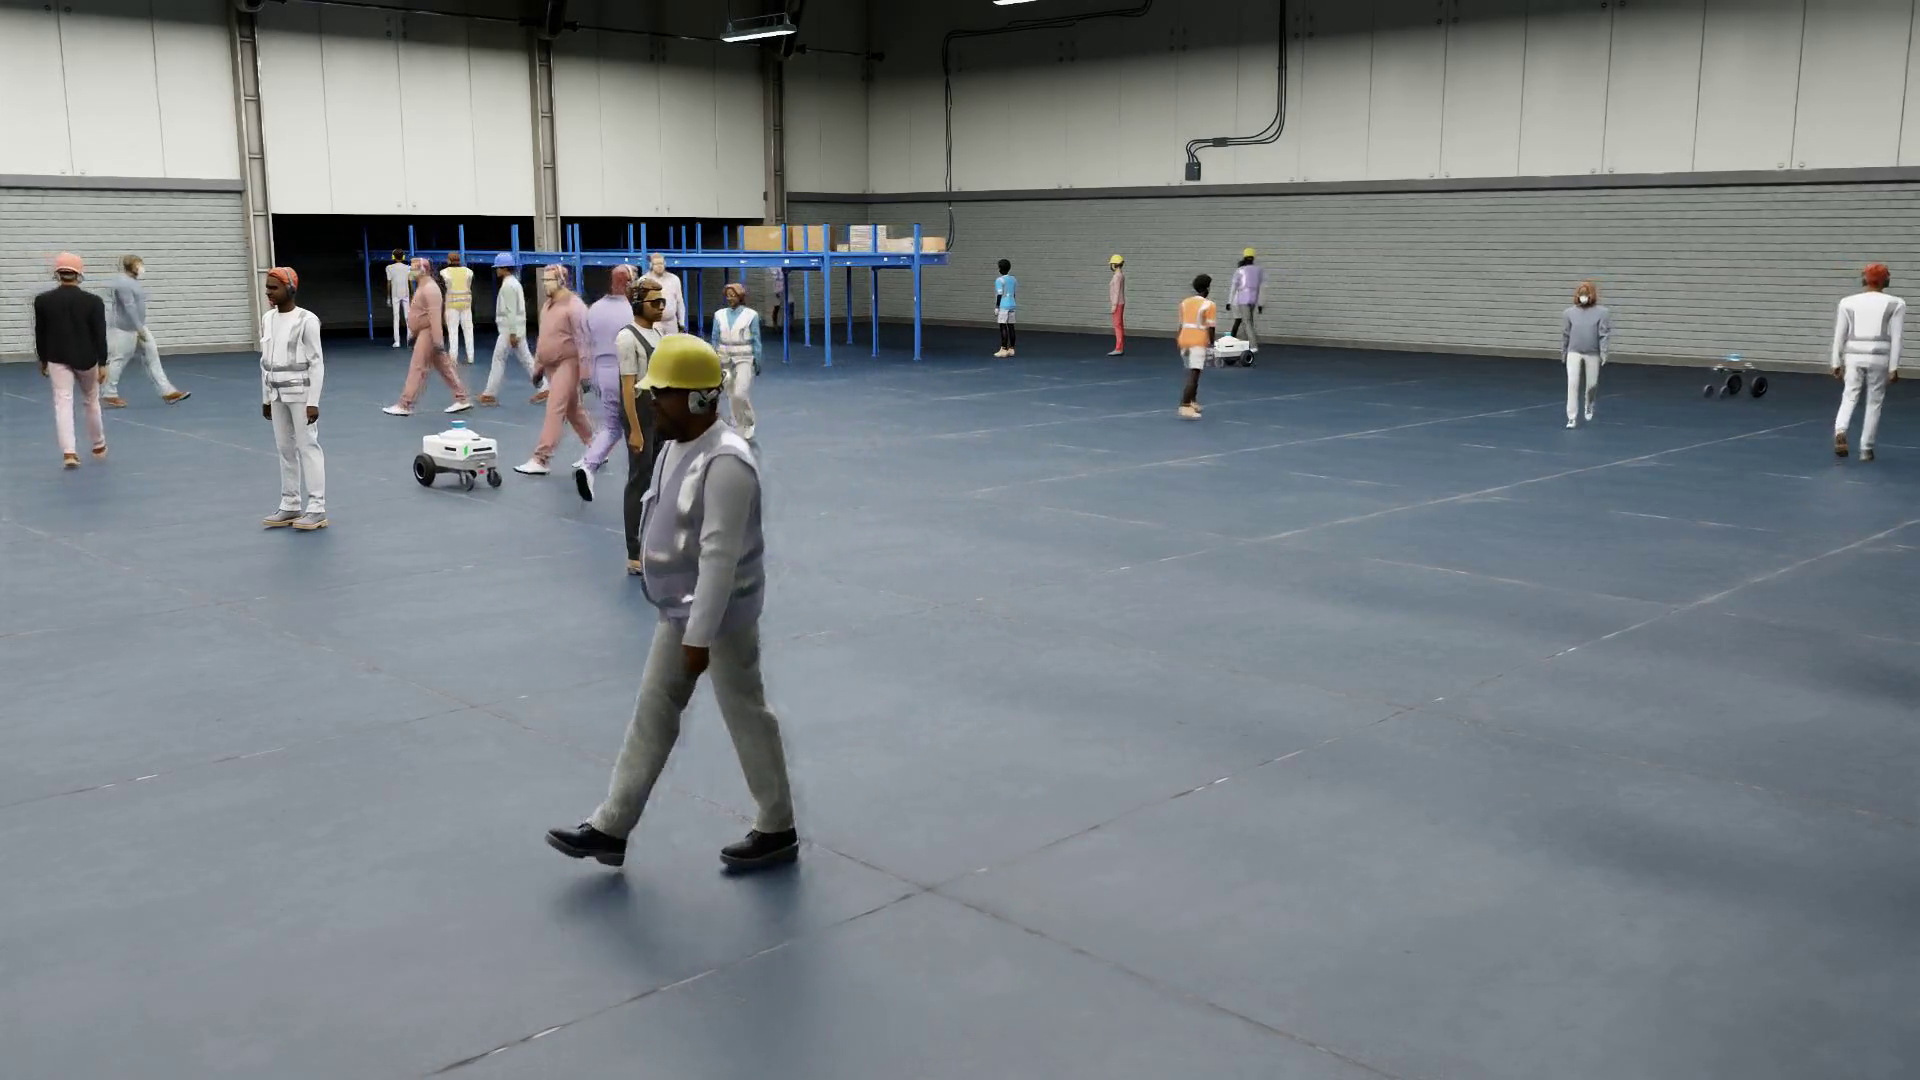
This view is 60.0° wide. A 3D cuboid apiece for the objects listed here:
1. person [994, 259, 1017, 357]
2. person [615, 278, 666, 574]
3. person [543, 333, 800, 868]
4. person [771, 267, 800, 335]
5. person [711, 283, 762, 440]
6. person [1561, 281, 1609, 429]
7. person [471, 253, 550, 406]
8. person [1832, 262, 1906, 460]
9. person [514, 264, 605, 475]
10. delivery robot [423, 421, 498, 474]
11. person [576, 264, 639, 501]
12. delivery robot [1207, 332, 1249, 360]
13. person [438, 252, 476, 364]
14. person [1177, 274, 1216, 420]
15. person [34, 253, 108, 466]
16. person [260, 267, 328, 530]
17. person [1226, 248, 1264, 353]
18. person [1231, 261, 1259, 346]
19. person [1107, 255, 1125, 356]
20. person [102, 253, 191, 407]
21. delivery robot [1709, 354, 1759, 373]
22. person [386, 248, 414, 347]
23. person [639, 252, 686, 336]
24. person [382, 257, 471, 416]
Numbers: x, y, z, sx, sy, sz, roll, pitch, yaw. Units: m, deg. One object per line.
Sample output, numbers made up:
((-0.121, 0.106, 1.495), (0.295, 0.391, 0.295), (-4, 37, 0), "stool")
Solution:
((0.790, -4.052, 29.069), (0.320, 1.694, 0.532), (8, 13, 37), "person")
((-1.961, -0.718, 10.476), (0.345, 1.846, 0.508), (2, 11, 12), "person")
((-0.940, 0.231, 5.444), (0.903, 1.787, 0.621), (-6, 12, -29), "person")
((-3.731, -5.312, 35.338), (0.552, 1.905, 0.833), (-9, 14, -41), "person")
((-2.295, -1.798, 16.952), (0.526, 1.623, 0.376), (4, 11, 23), "person")
((6.928, -2.065, 18.464), (0.503, 1.607, 0.686), (4, 11, 22), "person")
((-5.580, -2.628, 20.764), (1.014, 1.899, 0.633), (-1, 10, -3), "person")
((8.481, -1.662, 15.584), (0.585, 1.864, 0.752), (9, 13, 39), "person")
((-3.602, -1.534, 14.911), (0.973, 1.853, 0.658), (-8, 13, -37), "person")
((-4.253, -0.771, 14.147), (0.707, 0.478, 0.477), (9, 14, 41), "delivery robot")
((-2.658, -1.211, 13.034), (0.652, 1.888, 0.725), (6, 12, 31), "person")
((4.348, -3.125, 26.984), (0.707, 0.478, 0.477), (-7, 12, -33), "delivery robot")
((-8.333, -3.847, 27.563), (0.621, 1.839, 0.429), (-7, 13, -34), "person")
((2.746, -2.256, 19.347), (0.720, 1.655, 0.601), (-8, 13, -38), "person")
((-8.240, -1.677, 15.452), (0.618, 1.943, 1.026), (-4, 11, -19), "person")
((-4.837, -1.020, 12.025), (0.574, 1.883, 0.356), (6, 12, 28), "person")
((5.170, -4.309, 29.979), (0.605, 1.878, 0.978), (-4, 11, -23), "person")
((5.392, -4.457, 31.399), (0.617, 1.651, 0.587), (6, 12, 28), "person")
((2.763, -4.152, 29.420), (0.310, 1.768, 0.533), (3, 11, 14), "person")
((-10.174, -2.590, 20.585), (1.043, 1.884, 0.650), (-1, 10, -4), "person")
((10.247, -2.339, 21.987), (0.698, 0.223, 0.335), (-5, 11, -23), "delivery robot")
((-10.654, -4.613, 31.685), (0.504, 1.860, 0.313), (-6, 12, -28), "person")
((-4.070, -2.957, 22.568), (0.645, 1.885, 0.797), (-6, 12, -31), "person")
((-6.318, -2.407, 19.684), (1.019, 1.853, 0.652), (-4, 11, -20), "person")
